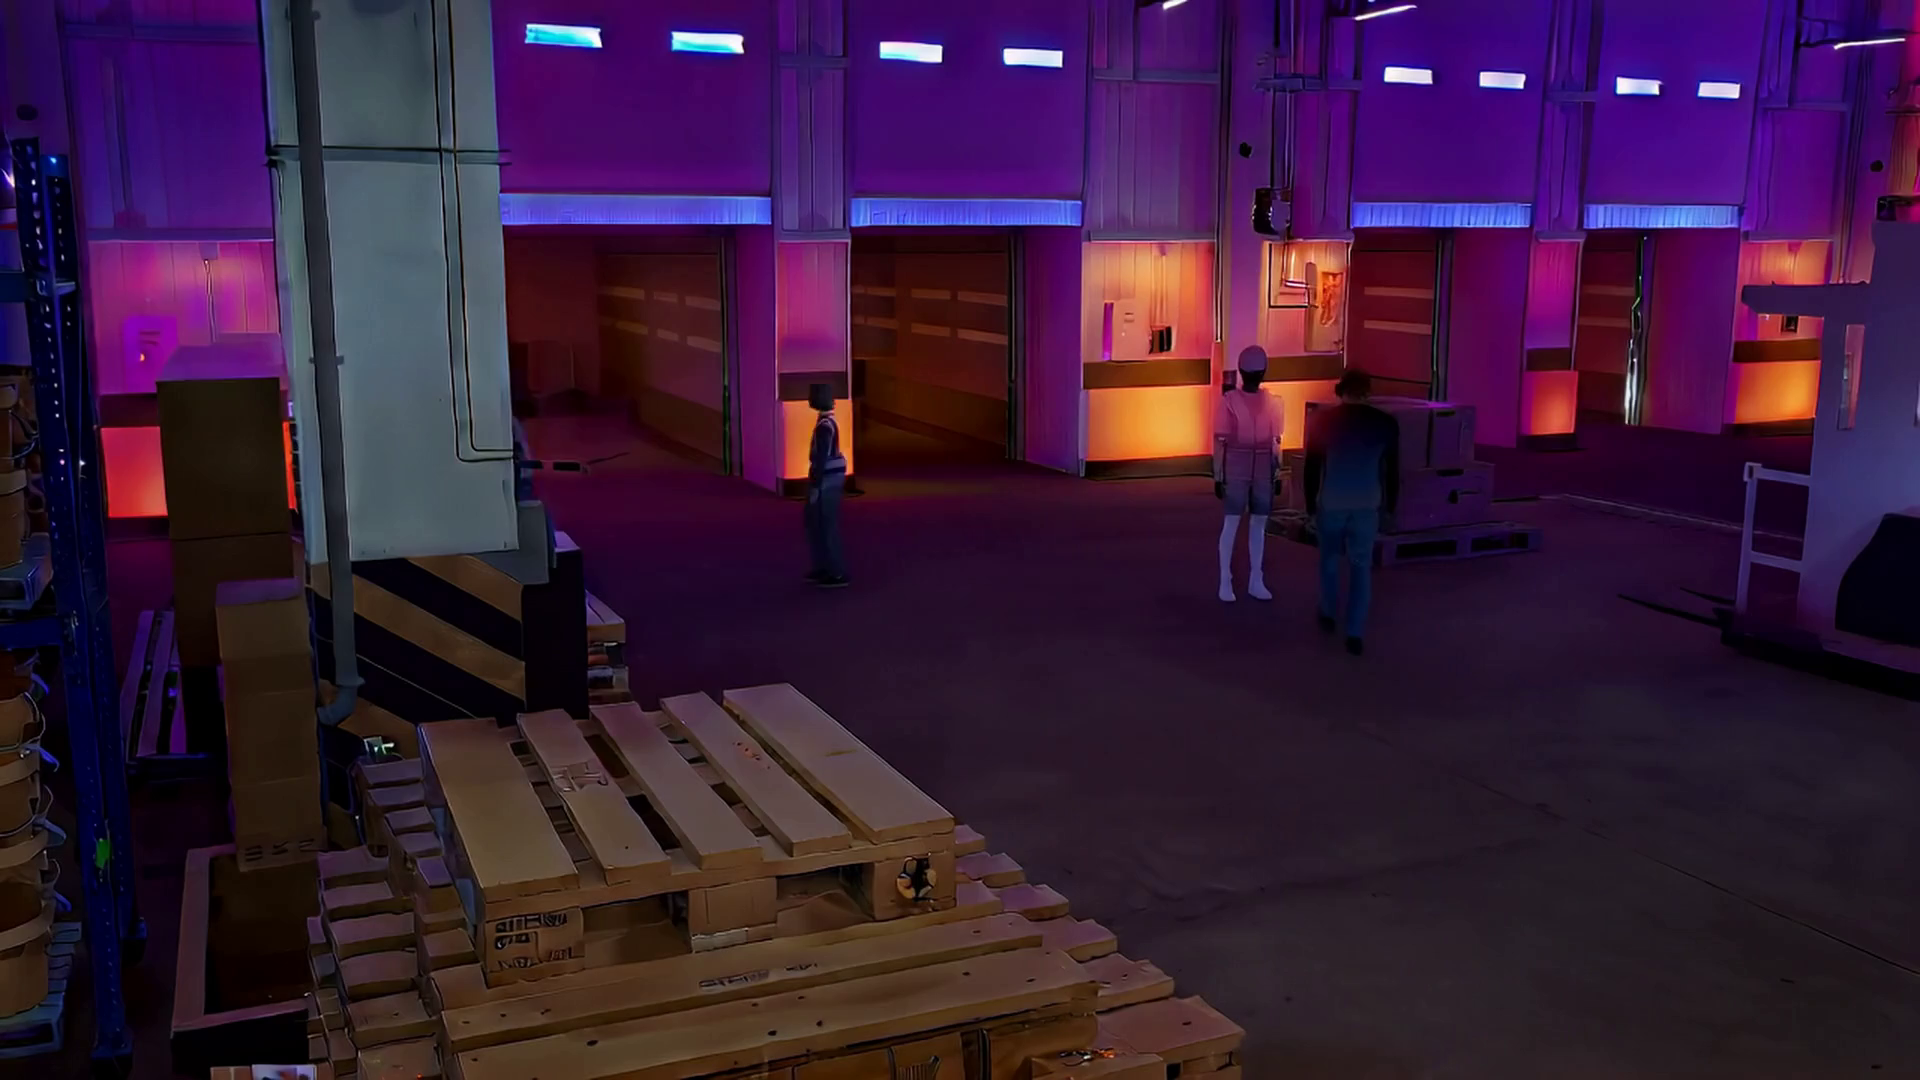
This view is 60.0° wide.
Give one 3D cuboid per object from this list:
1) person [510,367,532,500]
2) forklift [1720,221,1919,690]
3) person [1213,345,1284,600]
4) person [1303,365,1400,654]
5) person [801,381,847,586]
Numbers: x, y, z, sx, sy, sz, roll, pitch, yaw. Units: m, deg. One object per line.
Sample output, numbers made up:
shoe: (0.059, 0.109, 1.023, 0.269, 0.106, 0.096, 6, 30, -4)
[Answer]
person: (-3.019, -0.240, 11.288, 0.453, 1.868, 0.611, -1, 10, -6)
forklift: (5.949, -0.550, 10.218, 1.129, 2.768, 1.873, -4, 11, -23)
person: (2.181, -0.504, 12.566, 0.547, 1.938, 0.359, -2, 10, -10)
person: (2.631, -0.233, 11.227, 0.651, 1.878, 1.032, 1, 10, 7)
person: (-1.105, -0.435, 13.029, 0.457, 1.620, 0.546, 0, 10, -2)
